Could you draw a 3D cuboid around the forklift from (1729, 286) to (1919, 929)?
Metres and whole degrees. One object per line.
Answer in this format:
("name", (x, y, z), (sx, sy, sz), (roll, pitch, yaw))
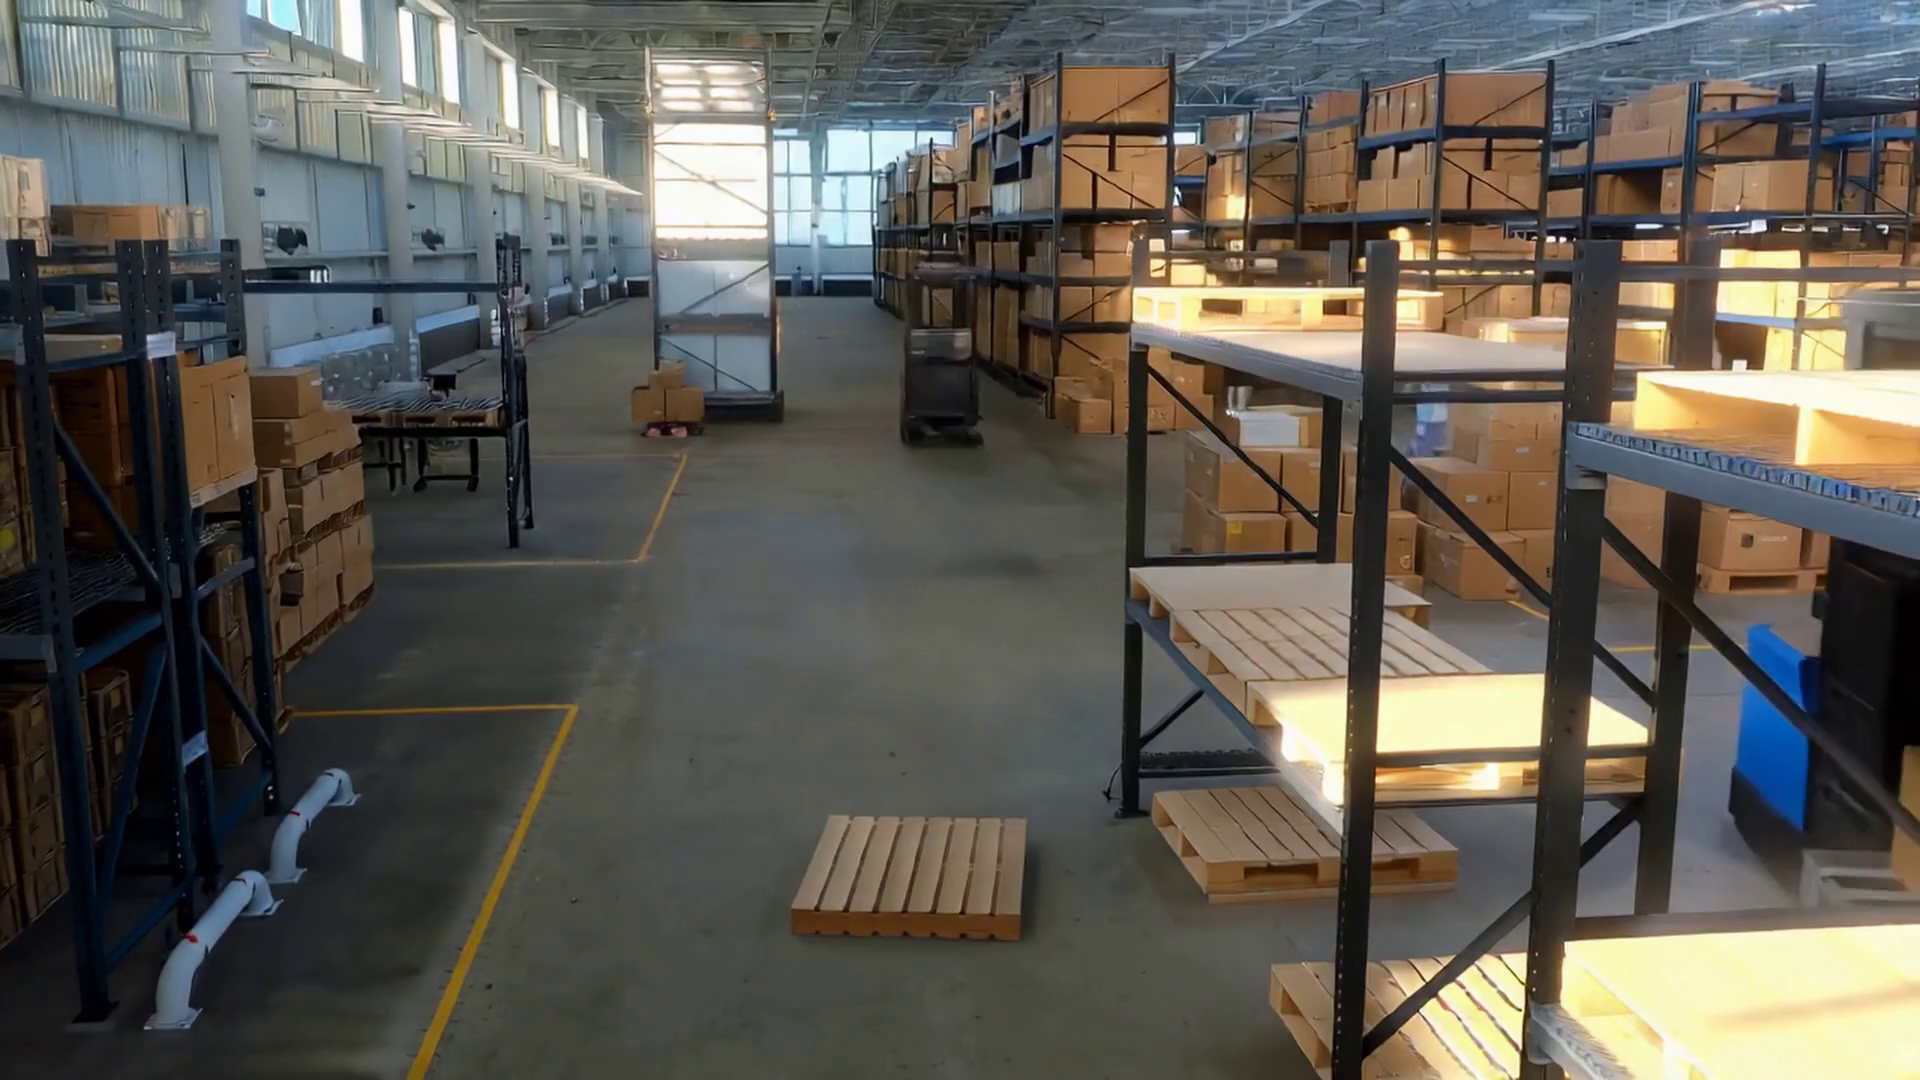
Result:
("forklift", (4.405, 0.254, 7.526), (1.129, 2.768, 1.873), (1, 10, 8))

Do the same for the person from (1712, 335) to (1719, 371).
("person", (11.852, -2.680, 26.715), (0.631, 1.826, 0.604), (0, 10, -2))

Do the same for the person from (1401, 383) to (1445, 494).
("person", (5.476, -1.458, 19.712), (0.945, 1.898, 0.563), (2, 11, 13))

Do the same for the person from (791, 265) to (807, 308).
("person", (-7.247, -11.399, 74.844), (0.655, 1.888, 0.610), (1, 10, 7))

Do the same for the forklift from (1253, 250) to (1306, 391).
("forklift", (6.628, -4.453, 33.609), (1.873, 2.768, 1.129), (-1, 10, -6))

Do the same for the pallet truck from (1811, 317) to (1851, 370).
("pallet truck", (15.846, -3.142, 28.793), (1.885, 1.965, 0.823), (2, 10, 12))

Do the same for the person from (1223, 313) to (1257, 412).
("person", (4.022, -2.265, 23.936), (0.376, 1.995, 0.612), (-7, 13, -35))

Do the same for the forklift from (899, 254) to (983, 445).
("forklift", (-0.327, -2.924, 25.135), (1.129, 2.768, 1.873), (-1, 10, -6))

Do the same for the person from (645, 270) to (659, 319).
("person", (-11.924, -9.523, 64.444), (0.399, 1.893, 0.656), (9, 14, 41))
